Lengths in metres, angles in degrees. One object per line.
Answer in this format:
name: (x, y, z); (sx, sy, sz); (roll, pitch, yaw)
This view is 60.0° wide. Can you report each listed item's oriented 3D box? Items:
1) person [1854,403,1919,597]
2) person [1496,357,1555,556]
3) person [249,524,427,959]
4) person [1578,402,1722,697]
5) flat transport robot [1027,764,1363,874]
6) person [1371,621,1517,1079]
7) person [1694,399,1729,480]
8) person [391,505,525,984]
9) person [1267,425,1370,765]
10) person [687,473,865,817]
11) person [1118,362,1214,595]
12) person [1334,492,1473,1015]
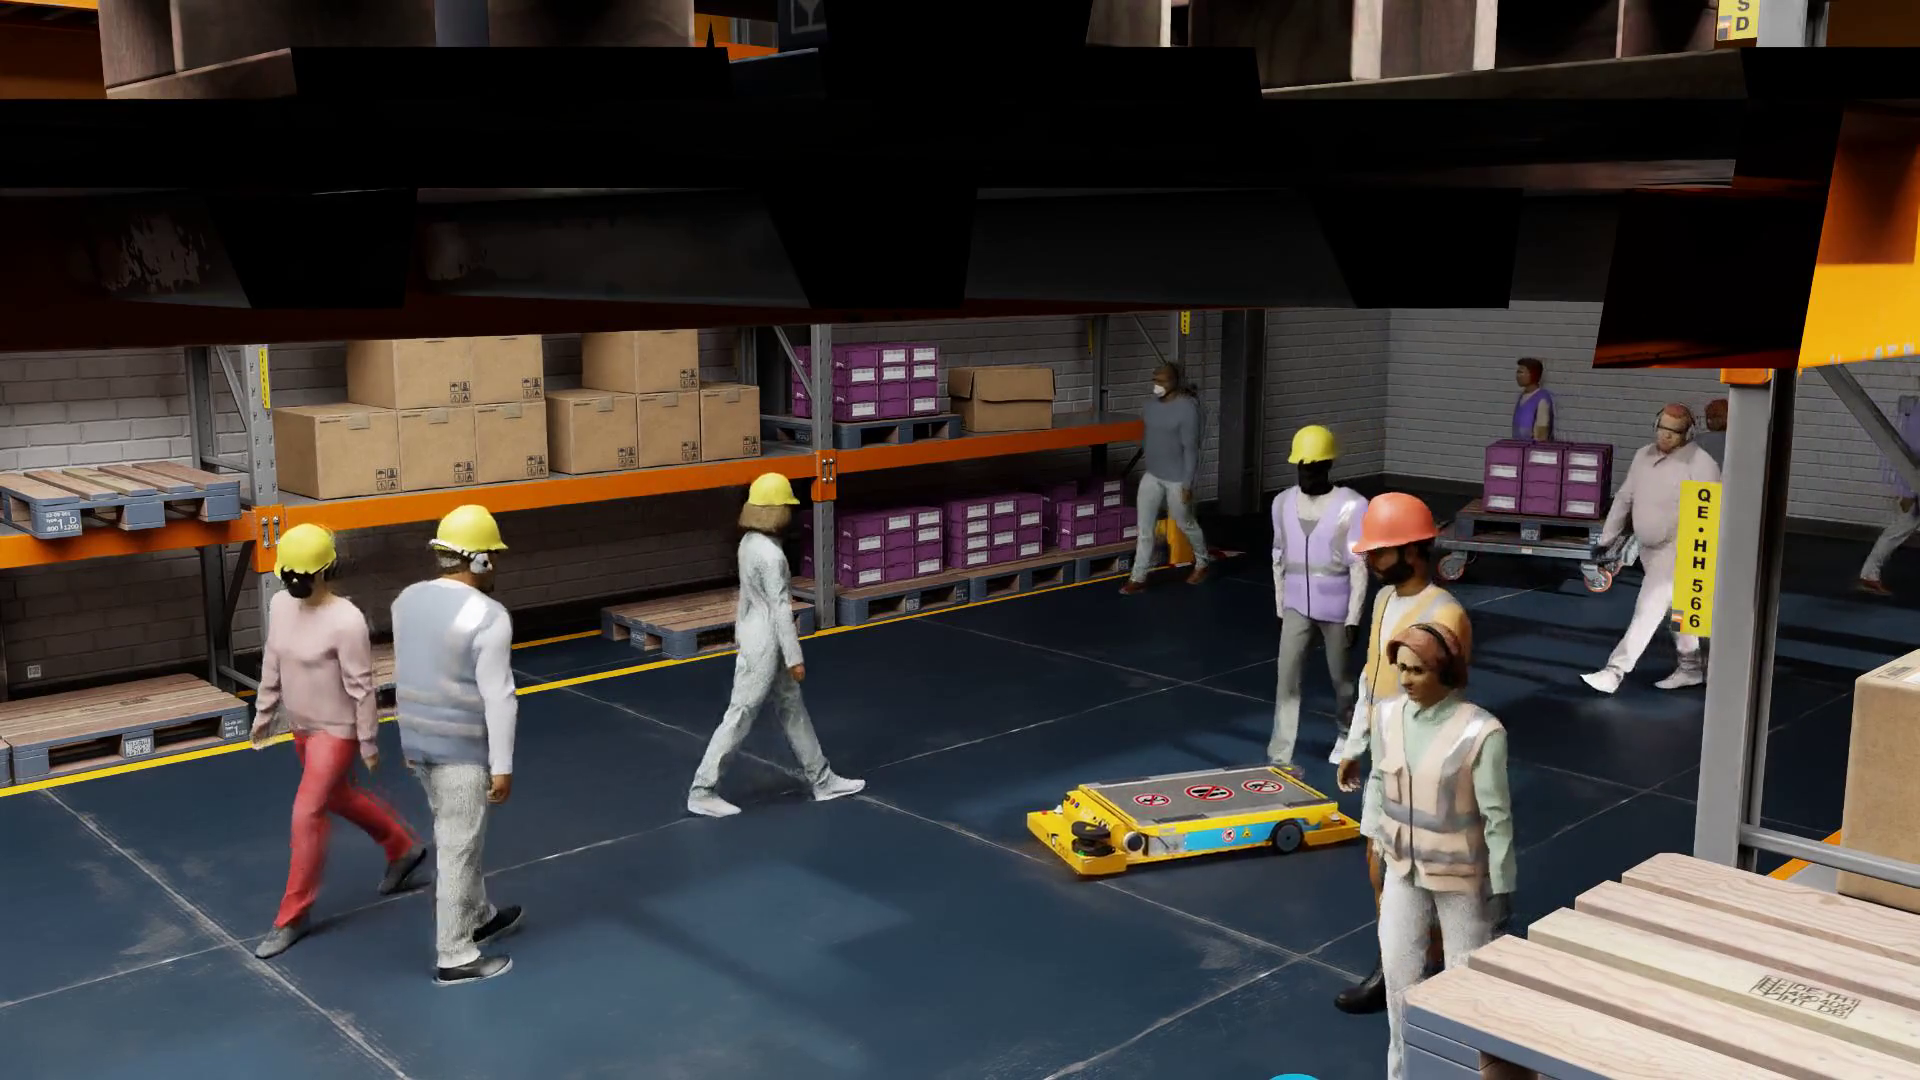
person: (7.650, -0.431, 13.126); (1.025, 1.891, 0.632); (7, 12, 37)
person: (5.204, -0.737, 15.070); (0.506, 1.831, 0.565); (0, 10, 1)
person: (-2.524, 0.742, 6.738); (0.602, 1.710, 0.845); (7, 12, 35)
person: (4.280, 0.069, 10.290); (1.011, 1.840, 0.674); (-2, 10, -13)
flat transport robot: (1.096, 1.285, 7.791); (1.431, 0.197, 0.652); (-3, 10, -19)
person: (1.576, 1.037, 5.278); (0.669, 1.614, 0.550); (-7, 12, -34)
person: (6.185, -0.347, 13.499); (0.530, 1.588, 0.824); (3, 10, 14)
person: (-1.864, 0.769, 6.404); (0.626, 1.807, 0.640); (7, 12, 35)
person: (1.886, 0.328, 8.727); (0.590, 1.878, 0.995); (7, 12, 35)
person: (-0.936, 0.513, 8.148); (0.919, 1.691, 0.504); (-3, 10, -17)
person: (1.747, -0.518, 13.631); (1.005, 1.903, 0.645); (-8, 13, -40)
person: (1.561, 0.782, 5.904); (0.391, 1.915, 0.574); (-2, 10, -9)
